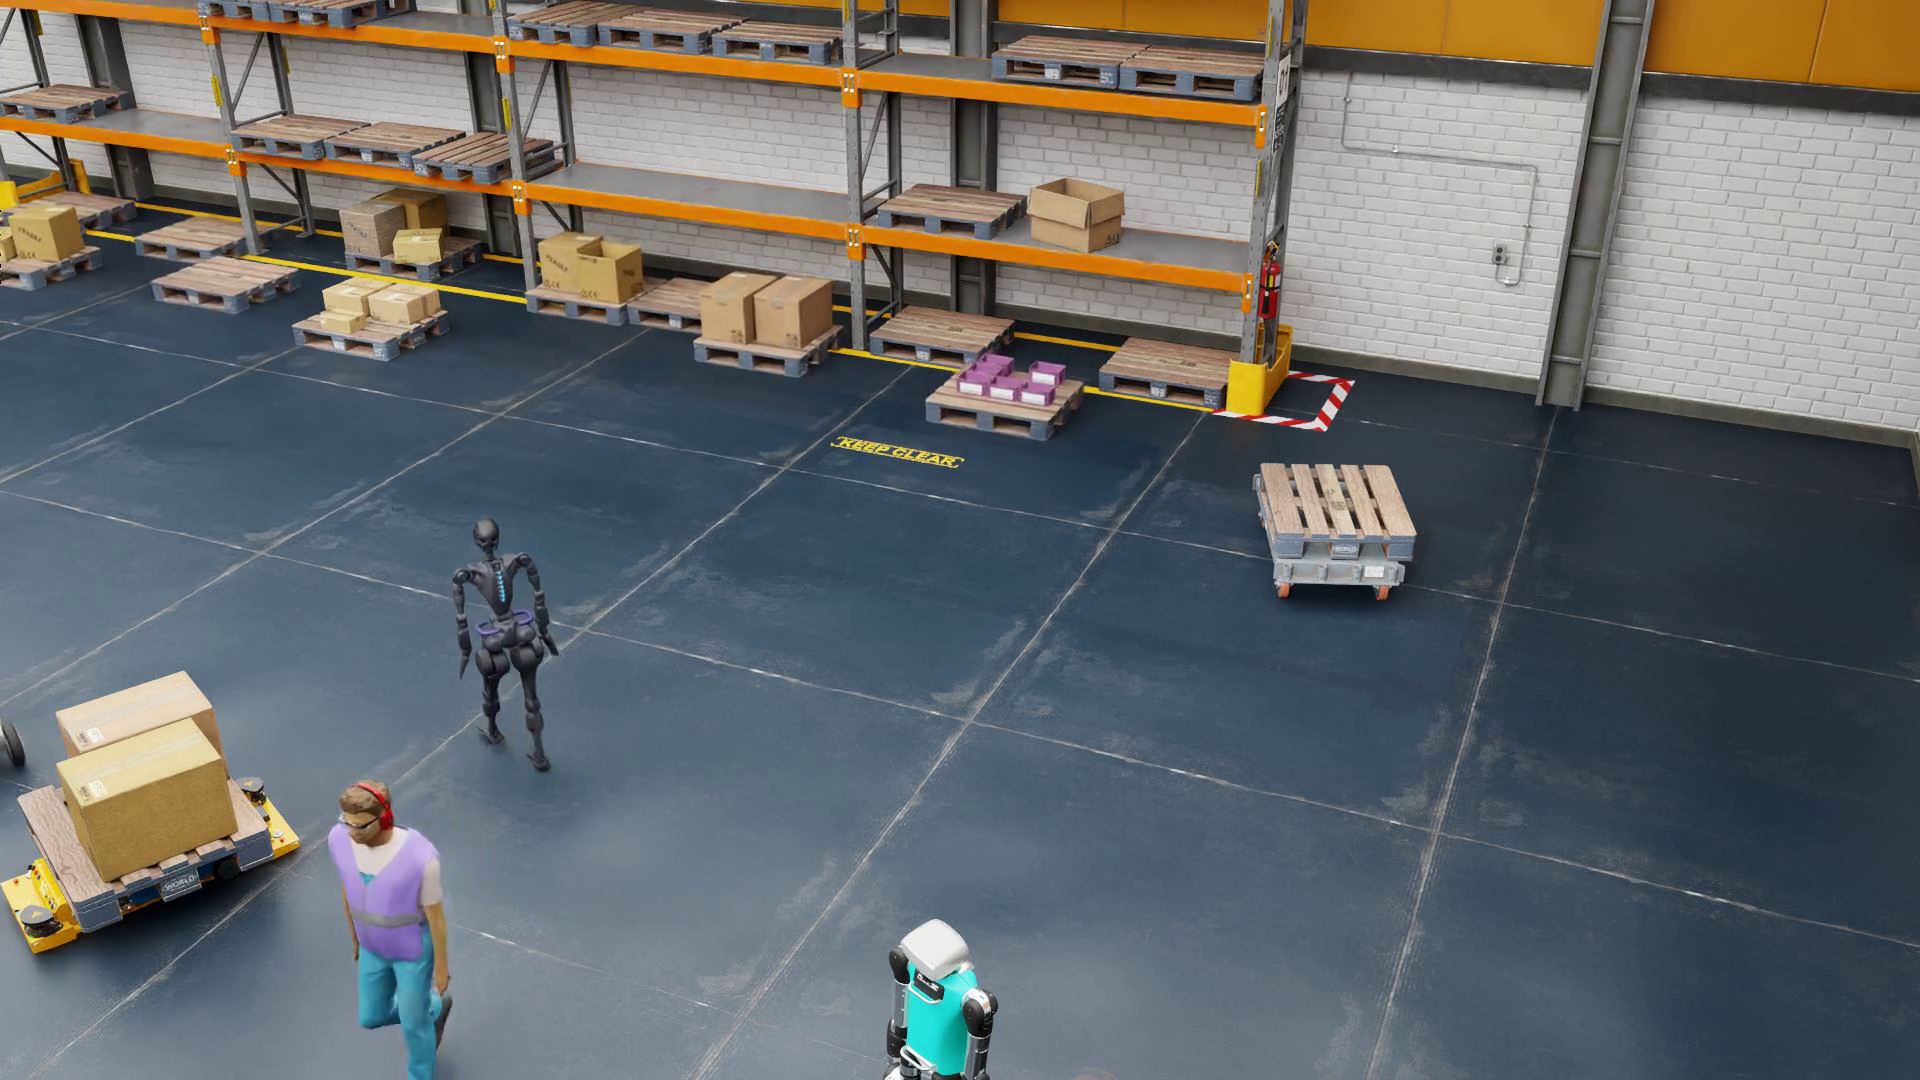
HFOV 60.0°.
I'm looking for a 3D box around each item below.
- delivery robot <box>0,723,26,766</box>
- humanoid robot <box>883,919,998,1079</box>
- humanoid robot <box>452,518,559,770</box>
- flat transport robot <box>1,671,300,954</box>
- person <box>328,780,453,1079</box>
[{"bbox_3d":[-6.213,1.163,10.361,0.518,0.592,0.763,-23,35,-37],"label":"delivery robot"},{"bbox_3d":[-0.242,2.344,6.640,0.735,1.677,0.533,-24,36,-38],"label":"humanoid robot"},{"bbox_3d":[-2.812,0.602,10.246,0.613,1.632,0.684,-17,32,-29],"label":"humanoid robot"},{"bbox_3d":[-4.578,1.809,9.423,1.431,0.231,0.659,-21,34,-35],"label":"flat transport robot"},{"bbox_3d":[-2.567,1.851,7.641,0.573,1.826,0.548,9,29,18],"label":"person"}]
